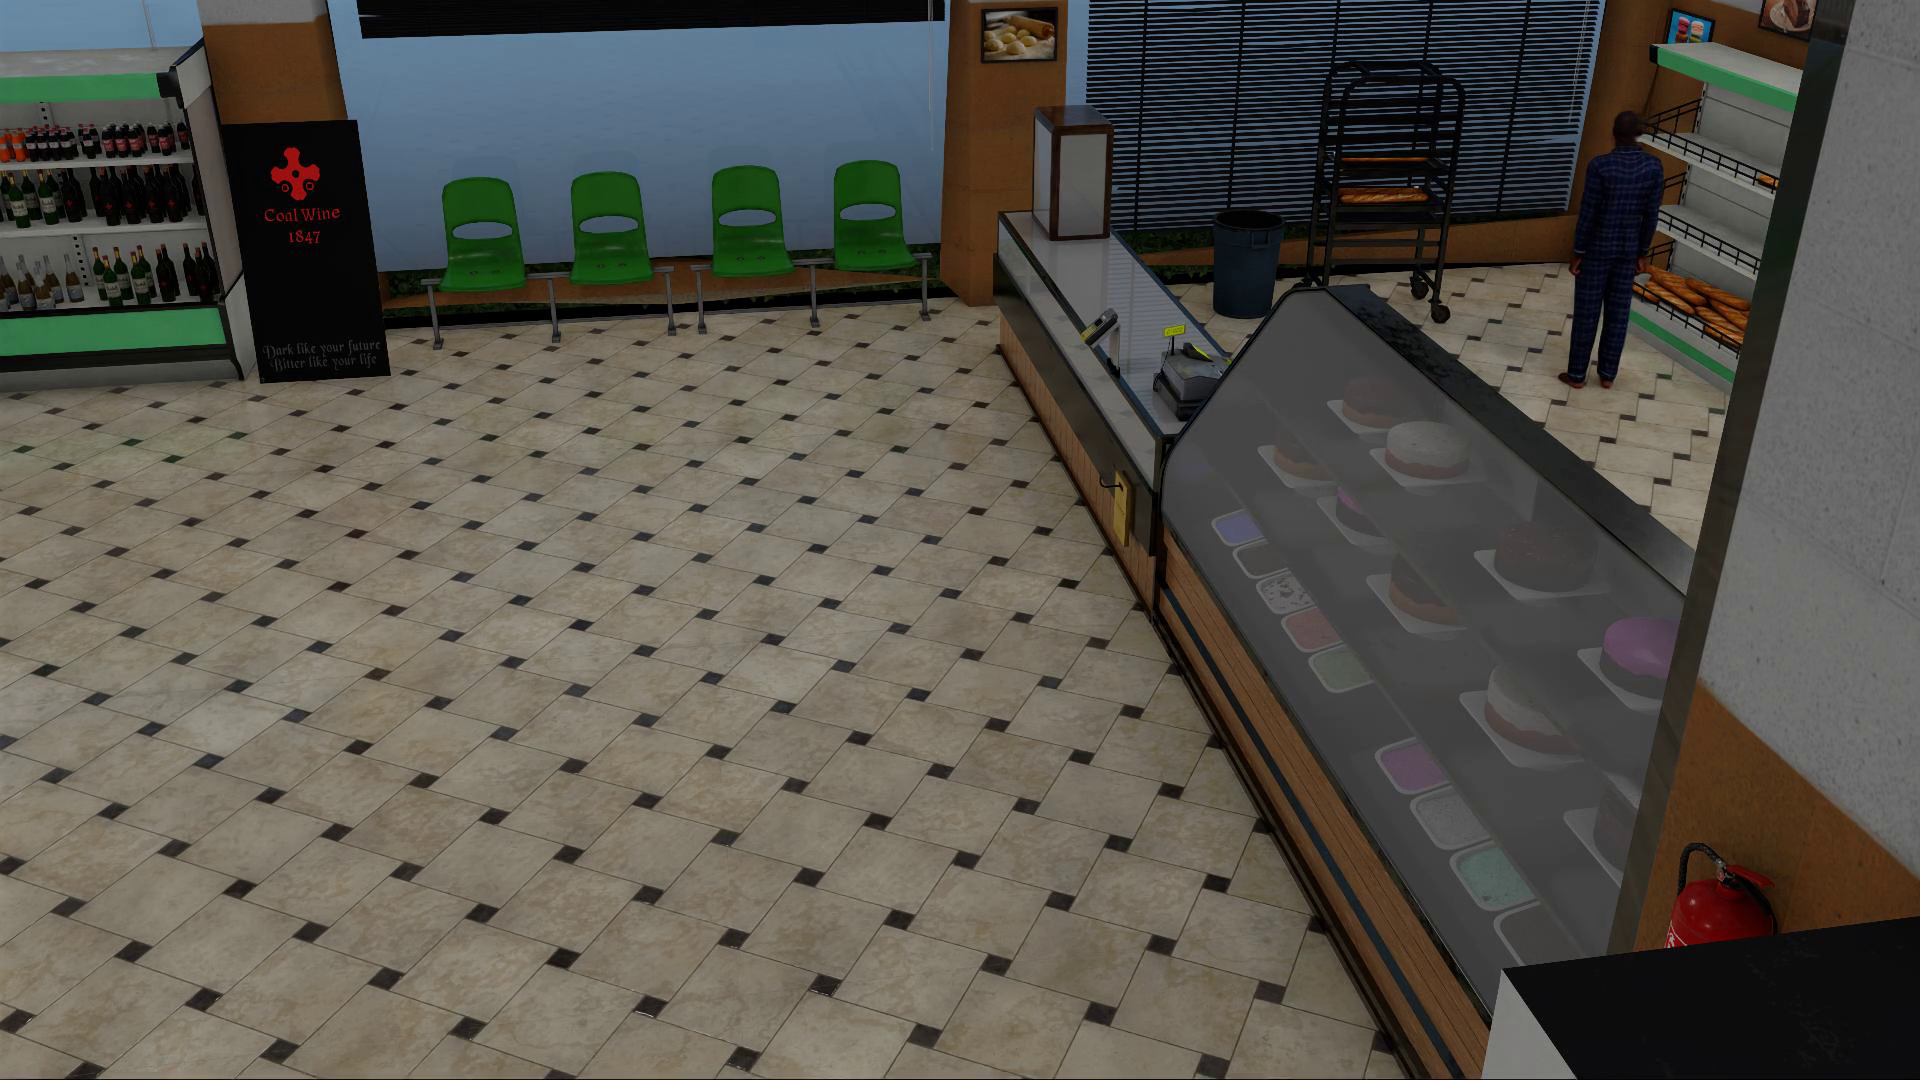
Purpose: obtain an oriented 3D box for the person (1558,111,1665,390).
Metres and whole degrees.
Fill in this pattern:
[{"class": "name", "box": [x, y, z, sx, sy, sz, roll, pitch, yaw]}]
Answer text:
[{"class": "person", "box": [4.231, -1.882, 10.840, 0.616, 1.824, 0.784, 1, 27, 3]}]
